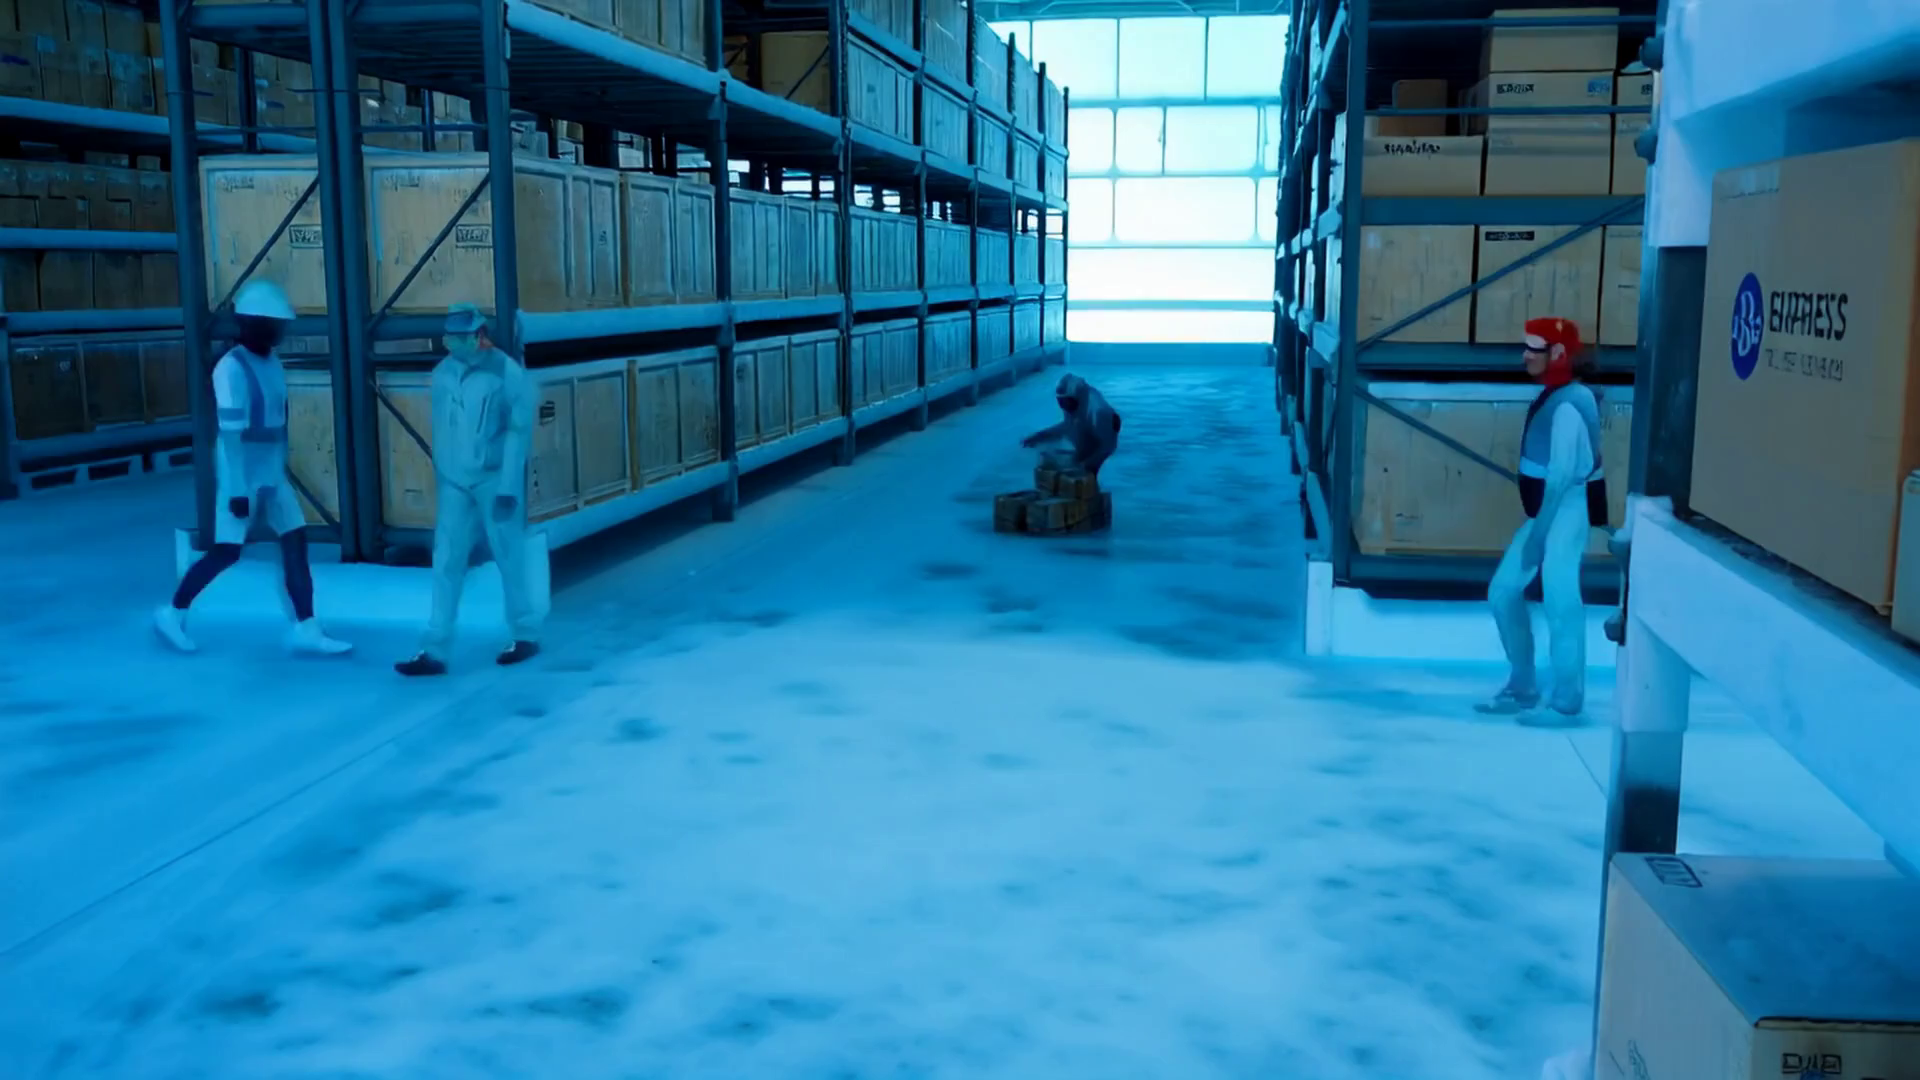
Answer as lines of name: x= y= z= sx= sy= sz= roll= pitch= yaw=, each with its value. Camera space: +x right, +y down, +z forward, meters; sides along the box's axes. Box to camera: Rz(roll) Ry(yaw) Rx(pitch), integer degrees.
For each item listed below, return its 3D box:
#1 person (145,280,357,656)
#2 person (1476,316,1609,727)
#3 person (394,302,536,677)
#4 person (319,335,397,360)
person: x=-3.763 y=-0.353 z=8.664 sx=1.036 sy=1.997 sz=0.627 roll=1 pitch=9 yaw=4
person: x=2.534 y=-0.069 z=7.353 sx=0.604 sy=1.825 sz=0.604 roll=1 pitch=9 yaw=9
person: x=-2.457 y=-0.248 z=8.341 sx=0.647 sy=1.868 sz=0.865 roll=3 pitch=10 yaw=17
person: x=-5.497 y=-1.336 z=15.125 sx=0.661 sy=1.867 sz=0.959 roll=0 pitch=9 yaw=2
